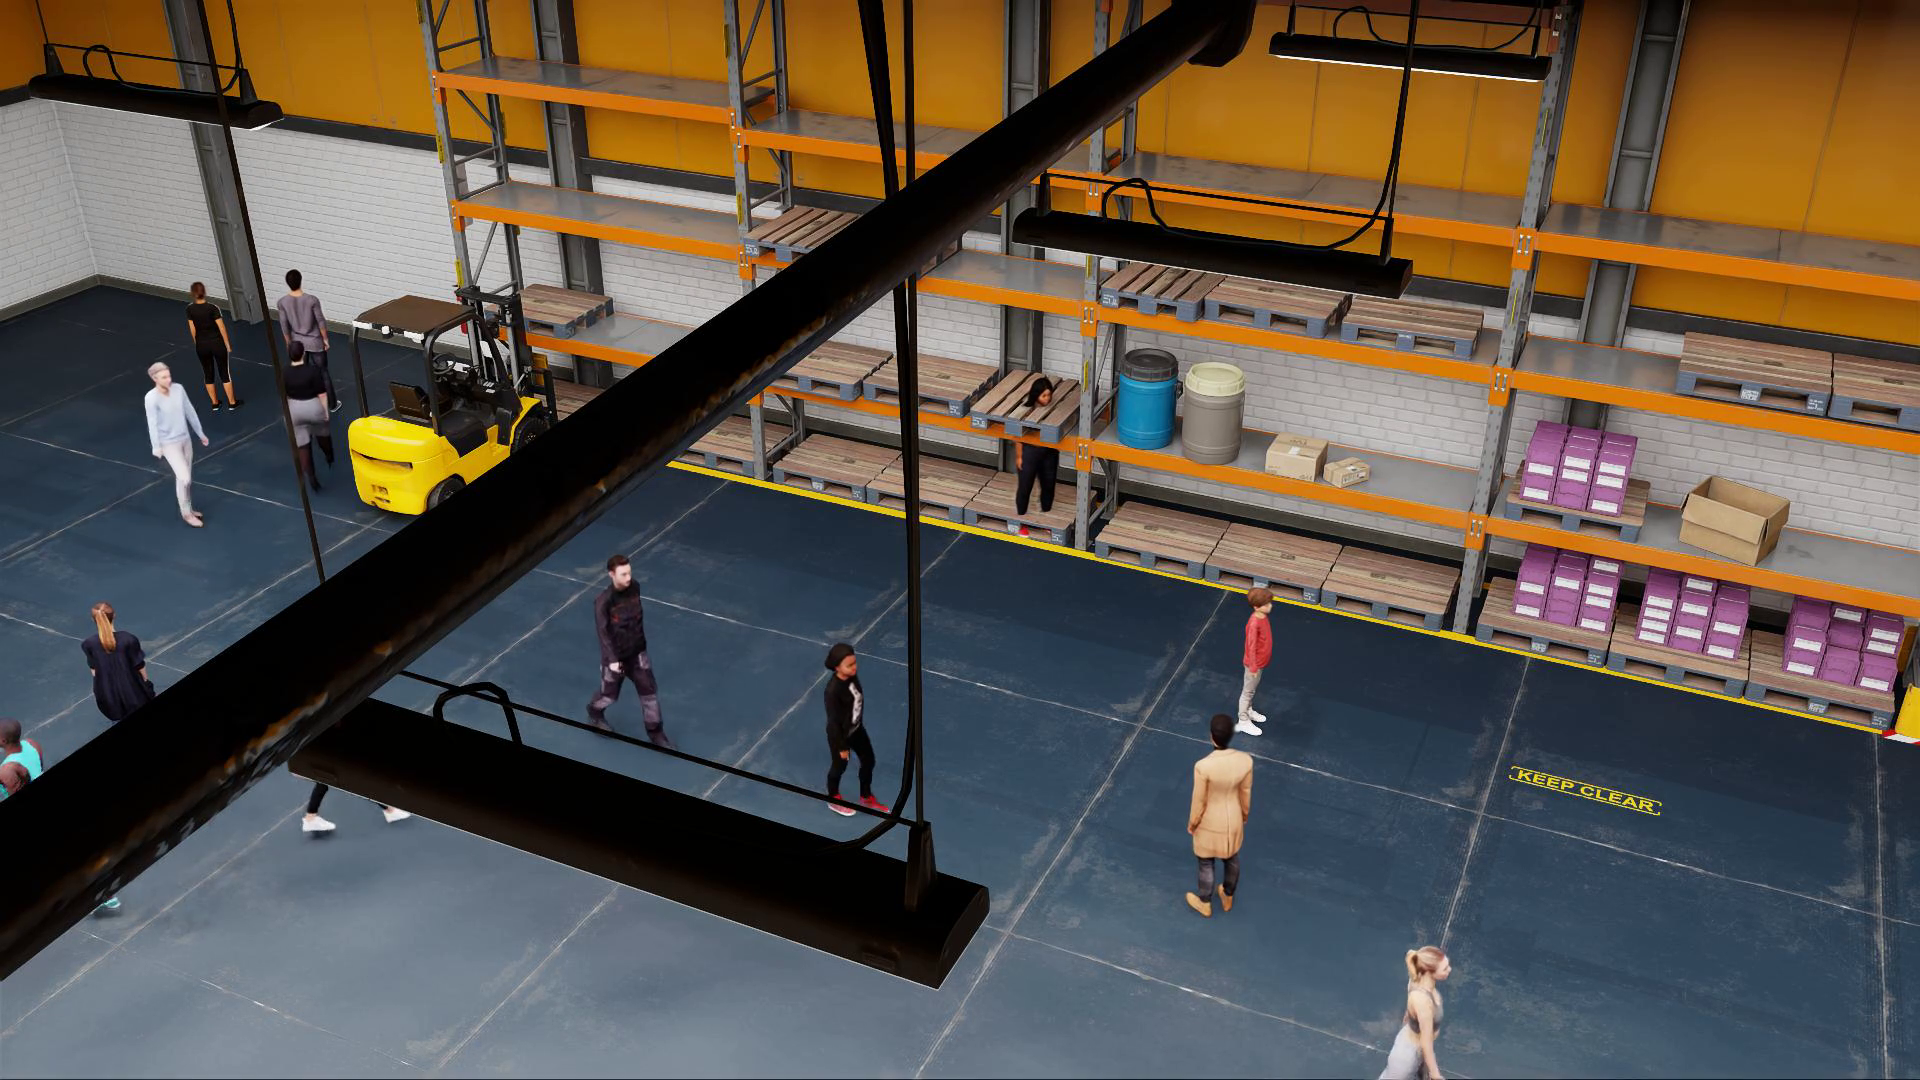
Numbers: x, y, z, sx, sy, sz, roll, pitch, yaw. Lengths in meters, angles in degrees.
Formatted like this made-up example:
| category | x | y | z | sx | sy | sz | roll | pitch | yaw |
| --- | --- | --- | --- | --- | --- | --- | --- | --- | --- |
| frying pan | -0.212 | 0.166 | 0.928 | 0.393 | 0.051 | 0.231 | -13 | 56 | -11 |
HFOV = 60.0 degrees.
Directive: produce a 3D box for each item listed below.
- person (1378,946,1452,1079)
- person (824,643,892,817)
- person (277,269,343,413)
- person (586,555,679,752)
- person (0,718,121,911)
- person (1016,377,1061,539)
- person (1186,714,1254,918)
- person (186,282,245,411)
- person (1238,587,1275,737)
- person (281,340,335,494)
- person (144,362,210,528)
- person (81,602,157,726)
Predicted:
| category | x | y | z | sx | sy | sz | roll | pitch | yaw |
| --- | --- | --- | --- | --- | --- | --- | --- | --- | --- |
| person | 2.730 | 3.227 | 10.407 | 1.183 | 1.659 | 0.647 | 8 | 30 | 15 |
| person | -1.001 | 1.539 | 13.505 | 0.764 | 1.656 | 0.631 | 14 | 32 | 24 |
| person | -8.096 | -2.453 | 20.618 | 0.695 | 1.853 | 0.808 | -5 | 29 | -9 |
| person | -2.961 | 0.967 | 14.322 | 1.279 | 1.877 | 0.882 | 21 | 35 | 33 |
| person | -6.759 | 2.100 | 12.370 | 1.253 | 1.759 | 0.924 | 2 | 29 | 3 |
| person | 0.836 | -0.915 | 17.838 | 0.768 | 1.814 | 0.834 | -9 | 30 | -16 |
| person | 1.943 | 2.068 | 12.462 | 0.756 | 1.726 | 0.822 | -9 | 30 | -16 |
| person | -9.353 | -2.429 | 20.768 | 0.597 | 1.667 | 0.718 | 0 | 29 | -1 |
| person | 2.599 | 1.040 | 14.671 | 0.495 | 1.416 | 0.524 | 11 | 30 | 19 |
| person | -7.372 | -1.354 | 18.746 | 1.123 | 1.716 | 1.119 | -6 | 29 | -11 |
| person | -8.597 | -1.076 | 18.070 | 0.754 | 1.875 | 0.681 | 10 | 30 | 17 |
| person | -7.029 | 1.269 | 13.971 | 0.693 | 1.683 | 0.778 | -6 | 29 | -11 |
